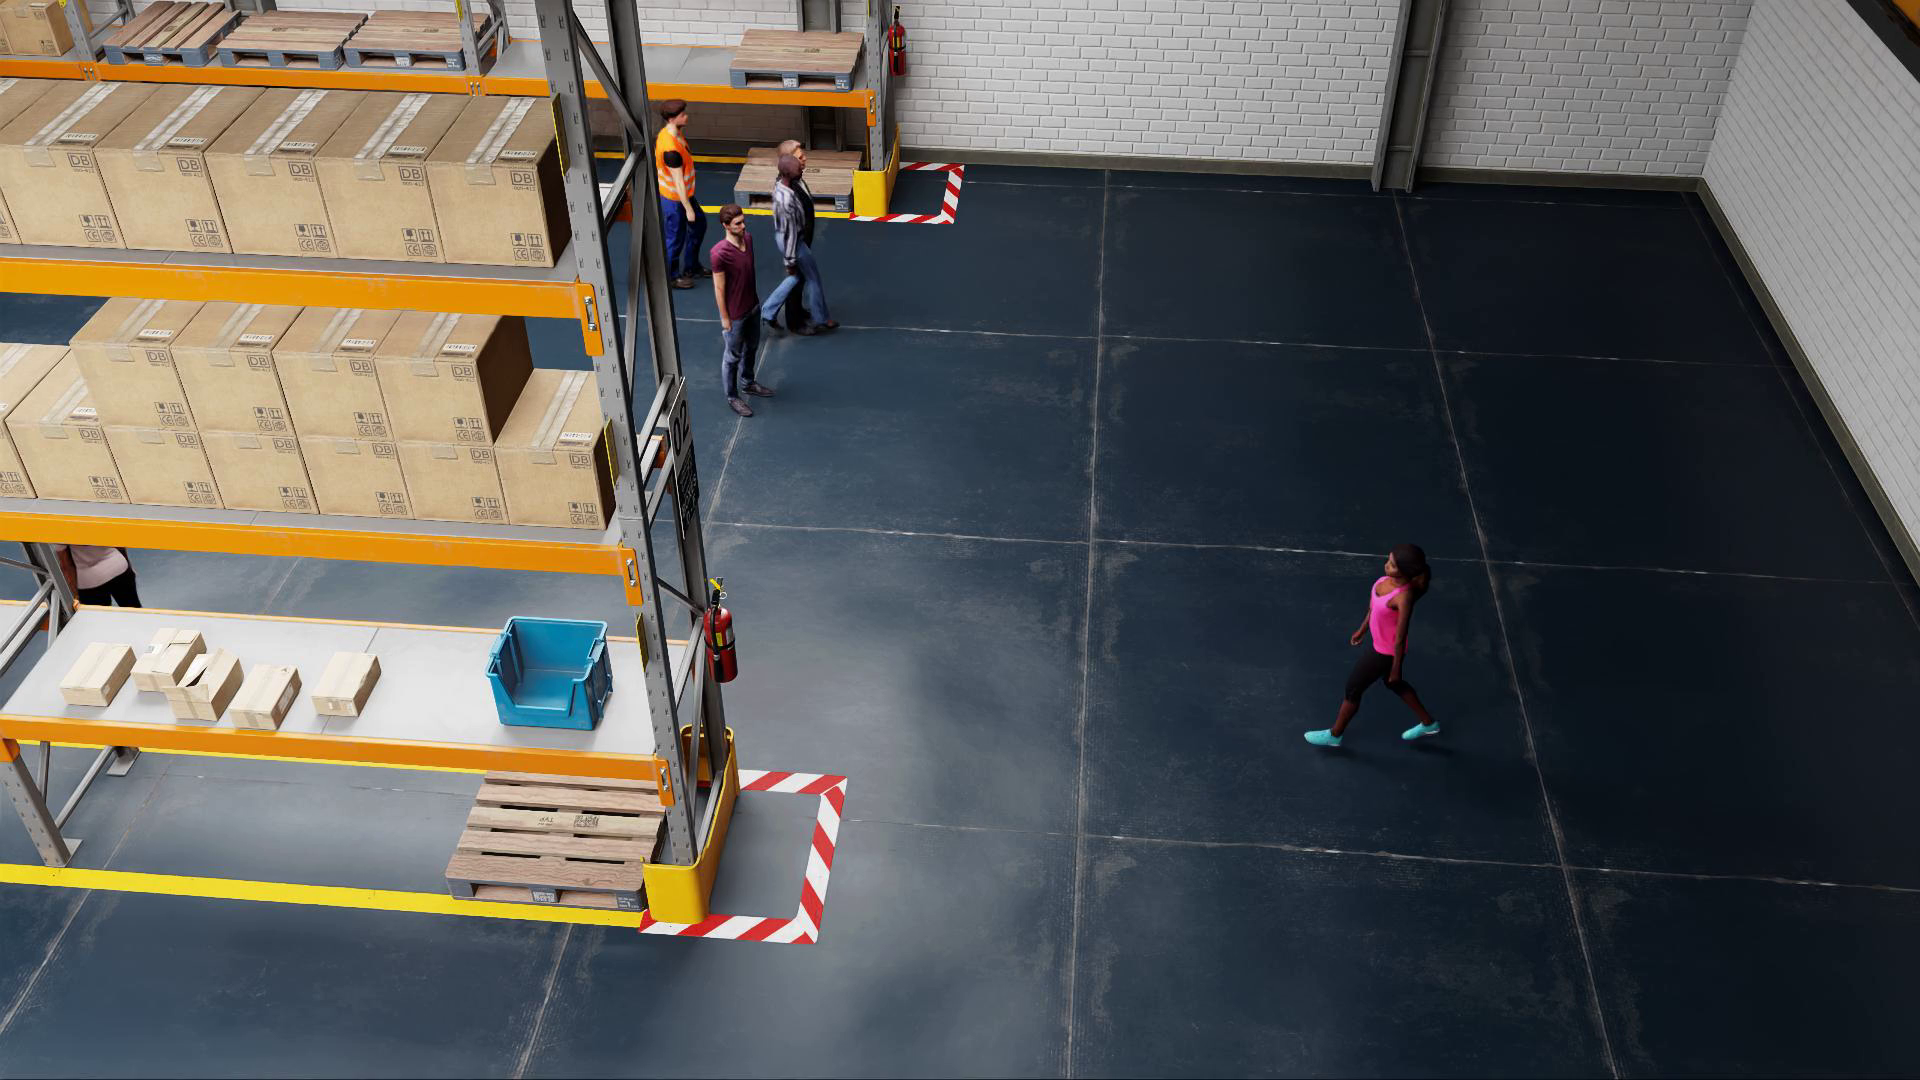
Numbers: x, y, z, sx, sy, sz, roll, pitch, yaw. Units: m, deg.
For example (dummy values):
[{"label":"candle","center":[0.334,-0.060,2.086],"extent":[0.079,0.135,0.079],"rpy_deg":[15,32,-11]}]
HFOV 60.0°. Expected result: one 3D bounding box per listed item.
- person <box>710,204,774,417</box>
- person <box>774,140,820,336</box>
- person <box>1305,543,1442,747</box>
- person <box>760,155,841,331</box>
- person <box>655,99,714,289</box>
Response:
[{"label":"person","center":[-1.839,-1.945,13.777],"extent":[0.708,1.855,0.734],"rpy_deg":[19,43,23]},{"label":"person","center":[-1.465,-2.708,14.765],"extent":[0.605,1.814,0.715],"rpy_deg":[-1,39,-1]},{"label":"person","center":[2.808,0.696,10.606],"extent":[1.105,1.686,0.580],"rpy_deg":[6,39,7]},{"label":"person","center":[-1.536,-2.529,14.596],"extent":[1.075,1.746,0.889],"rpy_deg":[-9,39,-11]},{"label":"person","center":[-2.689,-3.163,15.292],"extent":[0.793,1.868,0.760],"rpy_deg":[-3,39,-3]}]
